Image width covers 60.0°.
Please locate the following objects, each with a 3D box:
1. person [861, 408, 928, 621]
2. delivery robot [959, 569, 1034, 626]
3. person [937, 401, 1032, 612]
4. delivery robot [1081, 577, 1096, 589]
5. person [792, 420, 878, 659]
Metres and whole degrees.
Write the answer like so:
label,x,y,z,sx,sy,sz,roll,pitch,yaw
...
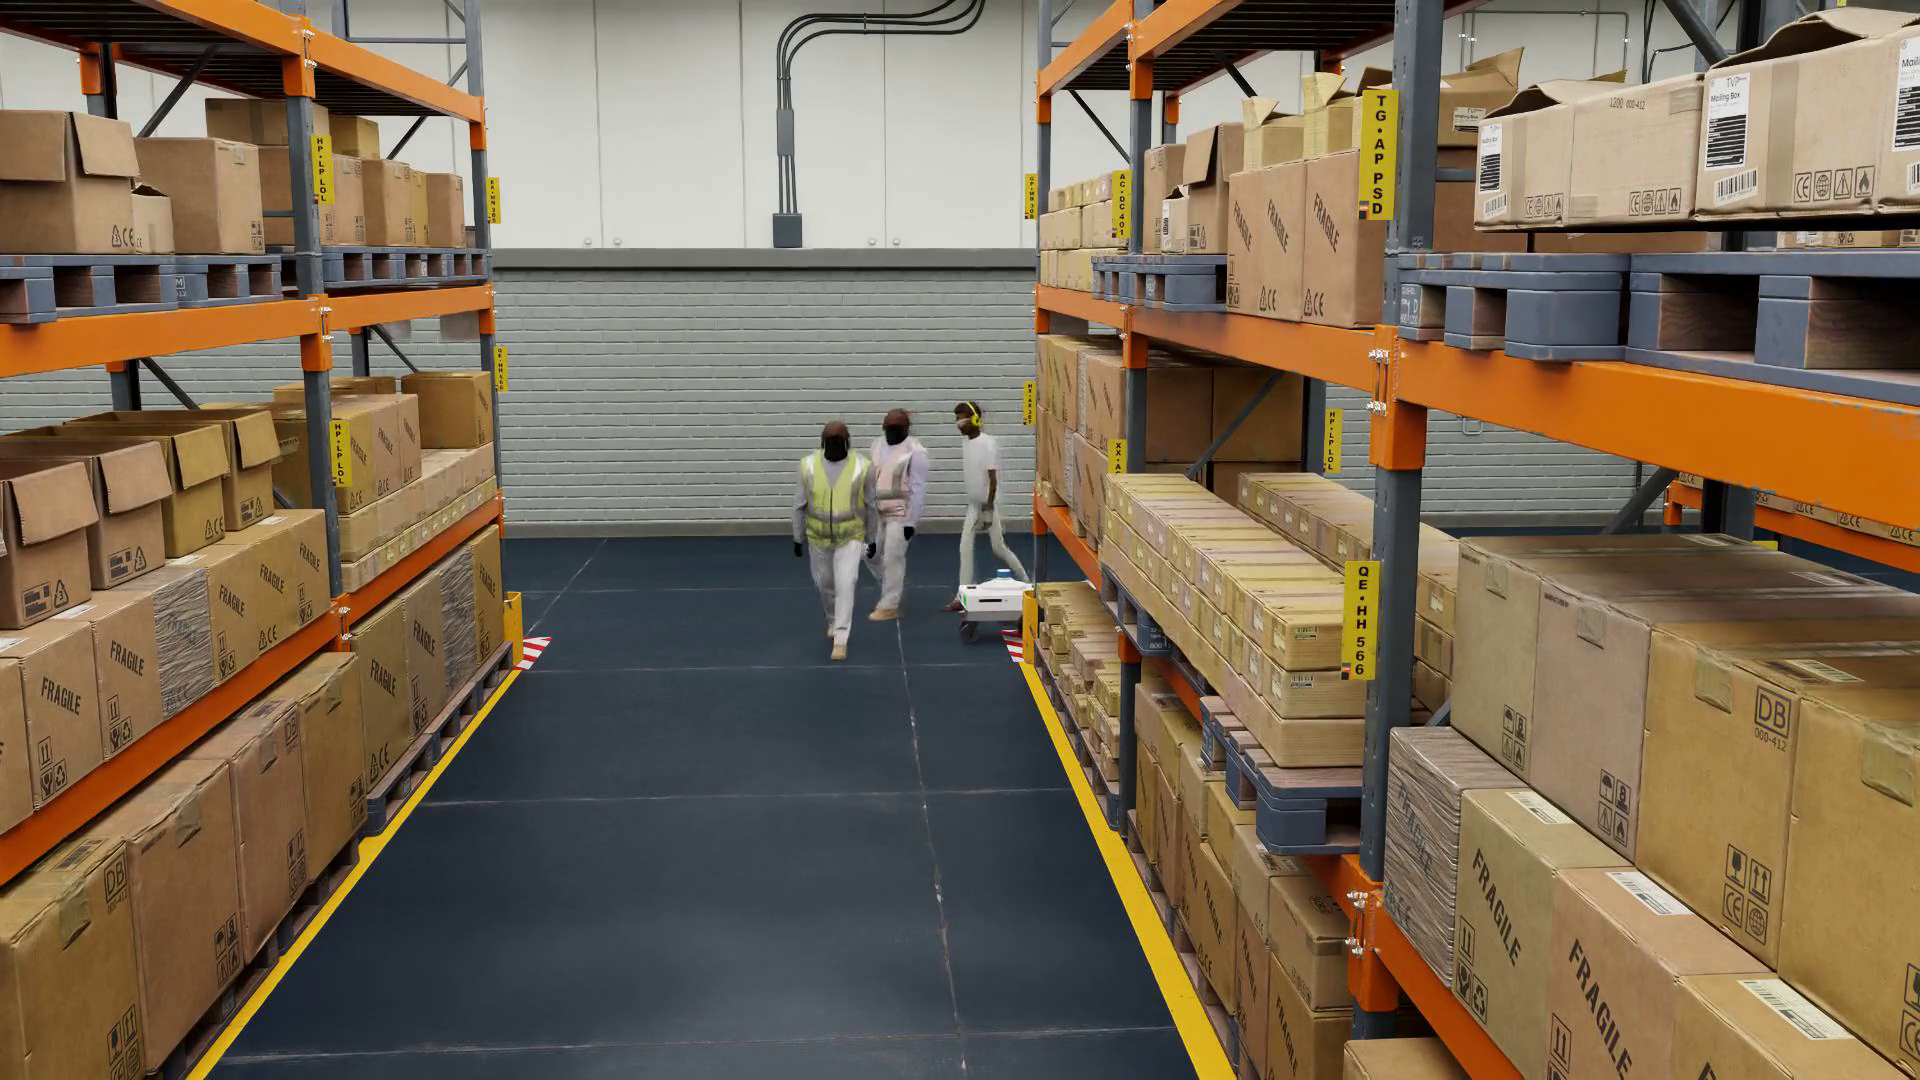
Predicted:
label,x,y,z,sx,sy,sz,roll,pitch,yaw
person,-0.550,-0.201,13.815,0.436,1.810,0.678,-9,13,-44
delivery robot,0.346,0.476,13.234,0.707,0.478,0.477,-1,10,-5
person,0.249,-0.291,14.334,0.863,1.833,0.559,-7,12,-34
delivery robot,1.046,0.494,13.127,0.707,0.478,0.477,-6,11,-30
person,-0.955,-0.043,12.884,0.647,1.819,0.854,1,10,6
